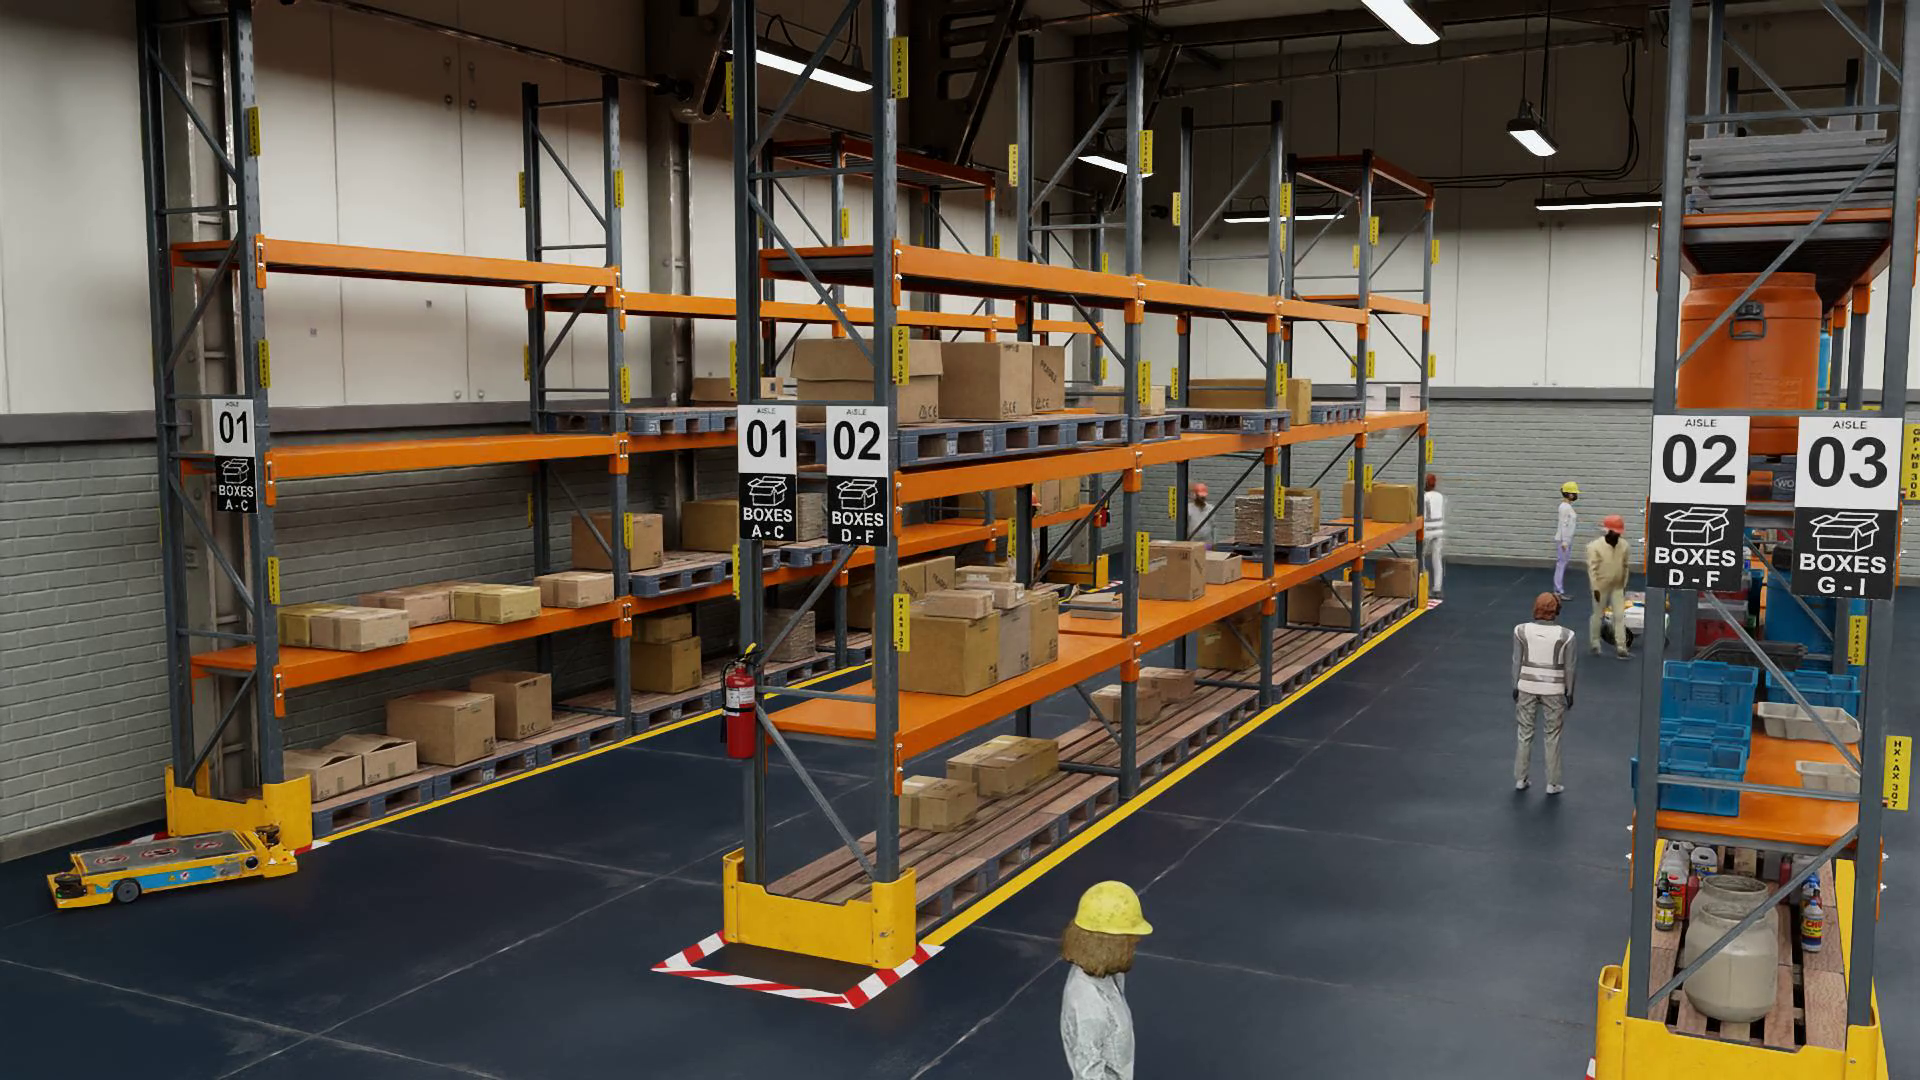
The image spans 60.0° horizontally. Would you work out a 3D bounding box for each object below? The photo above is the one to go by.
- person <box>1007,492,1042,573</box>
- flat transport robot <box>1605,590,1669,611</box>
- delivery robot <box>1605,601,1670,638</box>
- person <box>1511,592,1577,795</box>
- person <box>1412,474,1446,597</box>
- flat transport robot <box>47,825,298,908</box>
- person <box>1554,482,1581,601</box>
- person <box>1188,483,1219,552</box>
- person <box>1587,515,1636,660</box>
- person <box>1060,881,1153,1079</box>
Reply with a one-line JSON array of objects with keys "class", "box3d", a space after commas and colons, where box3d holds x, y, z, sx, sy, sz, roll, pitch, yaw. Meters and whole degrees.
[{"class": "person", "box3d": [0.769, 0.402, 19.852, 0.405, 1.989, 0.623, -1, 6, -6]}, {"class": "flat transport robot", "box3d": [9.504, 0.891, 23.336, 0.652, 0.197, 1.431, 3, 7, 30]}, {"class": "delivery robot", "box3d": [8.332, 1.000, 20.466, 0.707, 0.478, 0.477, 1, 6, 7]}, {"class": "person", "box3d": [4.713, 1.236, 13.456, 0.509, 1.629, 0.314, 4, 7, 32]}, {"class": "person", "box3d": [7.030, -0.079, 25.188, 0.597, 1.840, 0.897, -3, 7, -27]}, {"class": "flat transport robot", "box3d": [-5.226, 2.155, 11.049, 1.431, 0.197, 0.652, -4, 7, -34]}, {"class": "person", "box3d": [9.013, 0.013, 24.682, 0.330, 1.767, 0.528, 3, 7, 28]}, {"class": "person", "box3d": [3.580, 0.006, 24.887, 0.569, 1.736, 0.507, -1, 6, -5]}, {"class": "person", "box3d": [7.675, 0.566, 19.607, 0.583, 1.729, 0.706, -1, 6, -9]}, {"class": "person", "box3d": [0.476, 1.993, 5.585, 0.323, 1.737, 0.485, 1, 6, 7]}]
